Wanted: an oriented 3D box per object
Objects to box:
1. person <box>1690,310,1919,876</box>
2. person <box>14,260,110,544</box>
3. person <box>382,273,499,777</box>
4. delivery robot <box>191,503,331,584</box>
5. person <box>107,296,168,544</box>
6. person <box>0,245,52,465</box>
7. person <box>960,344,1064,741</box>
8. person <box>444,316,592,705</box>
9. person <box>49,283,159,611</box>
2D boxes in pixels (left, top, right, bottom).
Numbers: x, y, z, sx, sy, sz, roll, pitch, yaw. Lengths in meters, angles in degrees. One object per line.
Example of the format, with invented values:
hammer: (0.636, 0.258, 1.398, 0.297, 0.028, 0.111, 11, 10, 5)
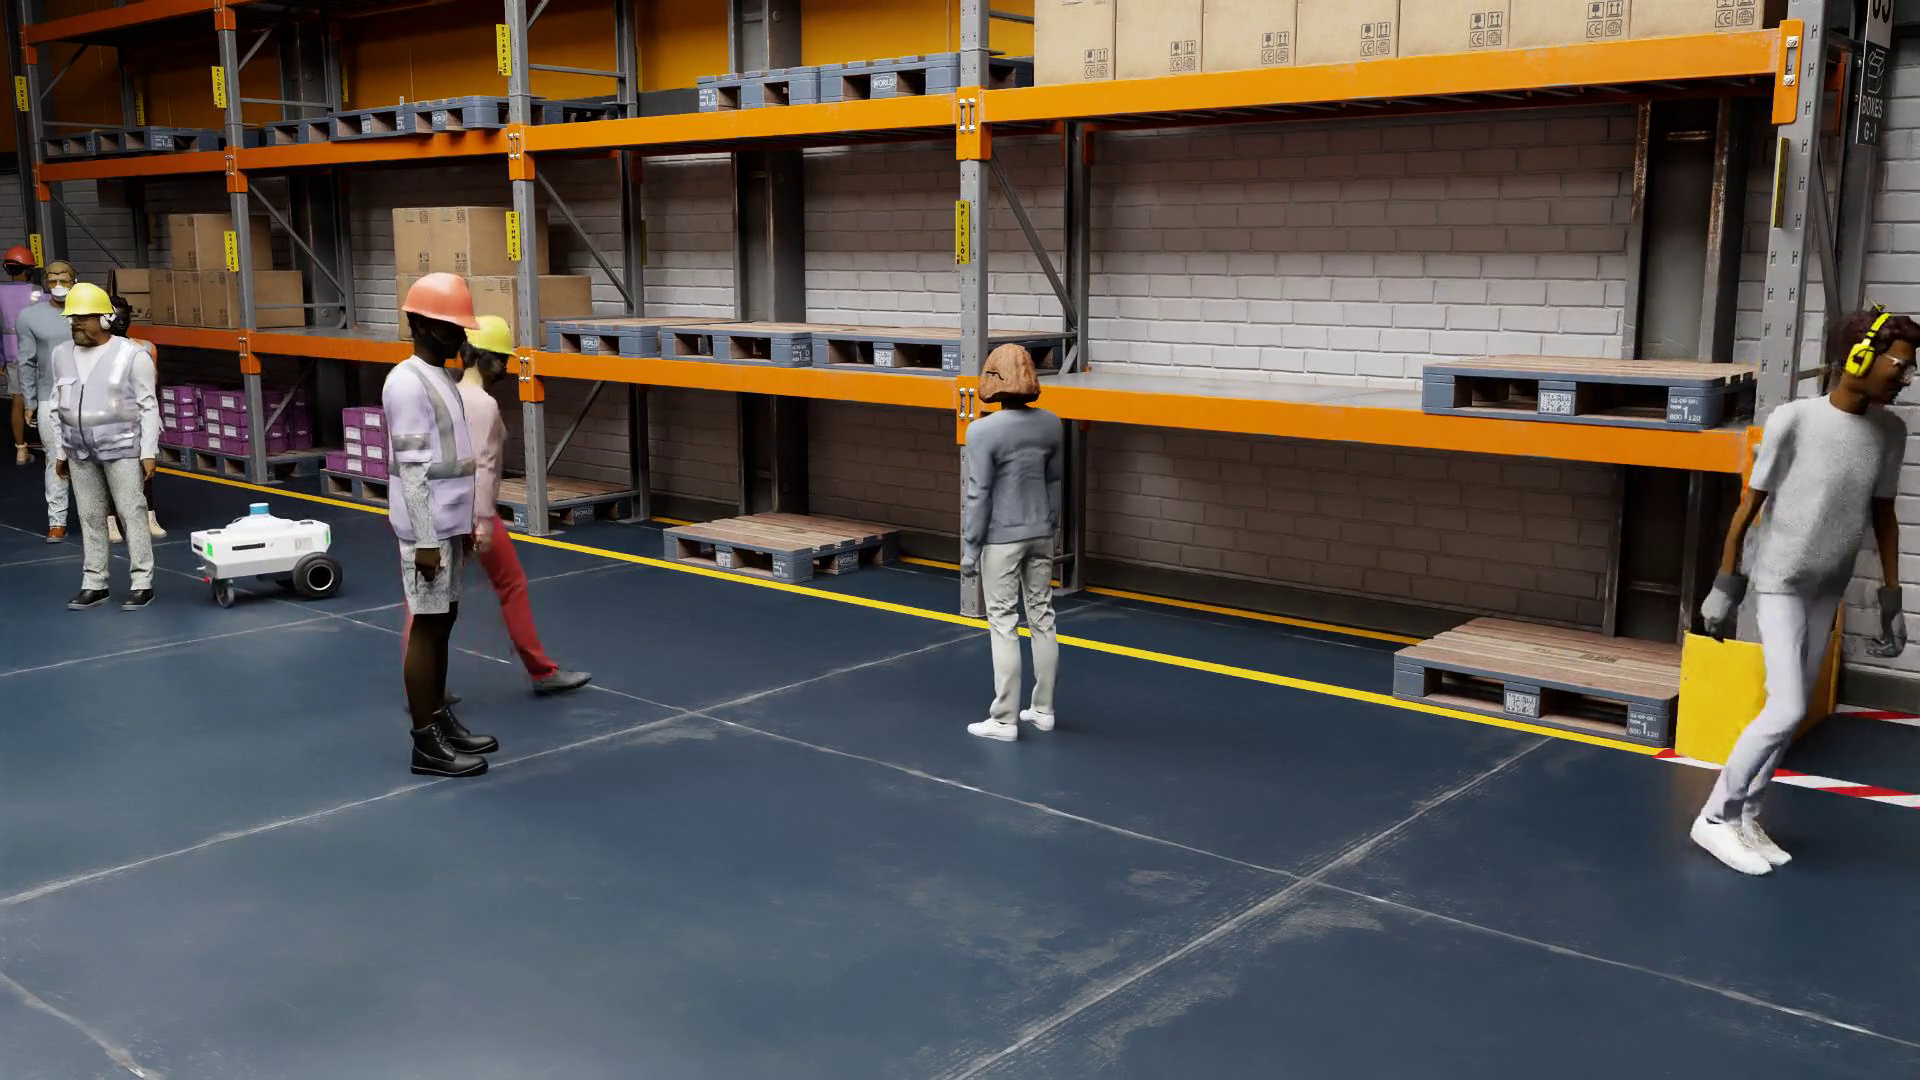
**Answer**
person: (2.727, 0.177, 5.372, 0.554, 1.825, 0.517, -3, 10, -17)
person: (-6.132, -0.950, 11.480, 0.631, 1.940, 0.372, -5, 11, -26)
person: (-2.000, -0.058, 6.436, 0.374, 1.928, 0.542, -1, 10, -5)
delivery robot: (-4.013, 0.033, 9.555, 0.707, 0.478, 0.477, -8, 13, -39)
person: (-5.778, -0.833, 11.502, 0.318, 1.697, 0.535, 8, 13, 40)
person: (-8.717, -1.719, 15.564, 0.607, 2.044, 0.372, -1, 10, -6)
person: (0.215, 0.013, 6.864, 0.499, 1.634, 0.285, -8, 13, -37)
person: (-2.078, -0.120, 7.348, 0.860, 1.712, 0.548, -8, 13, -39)
person: (-4.776, -0.509, 9.271, 0.599, 1.830, 0.403, 1, 10, 4)
